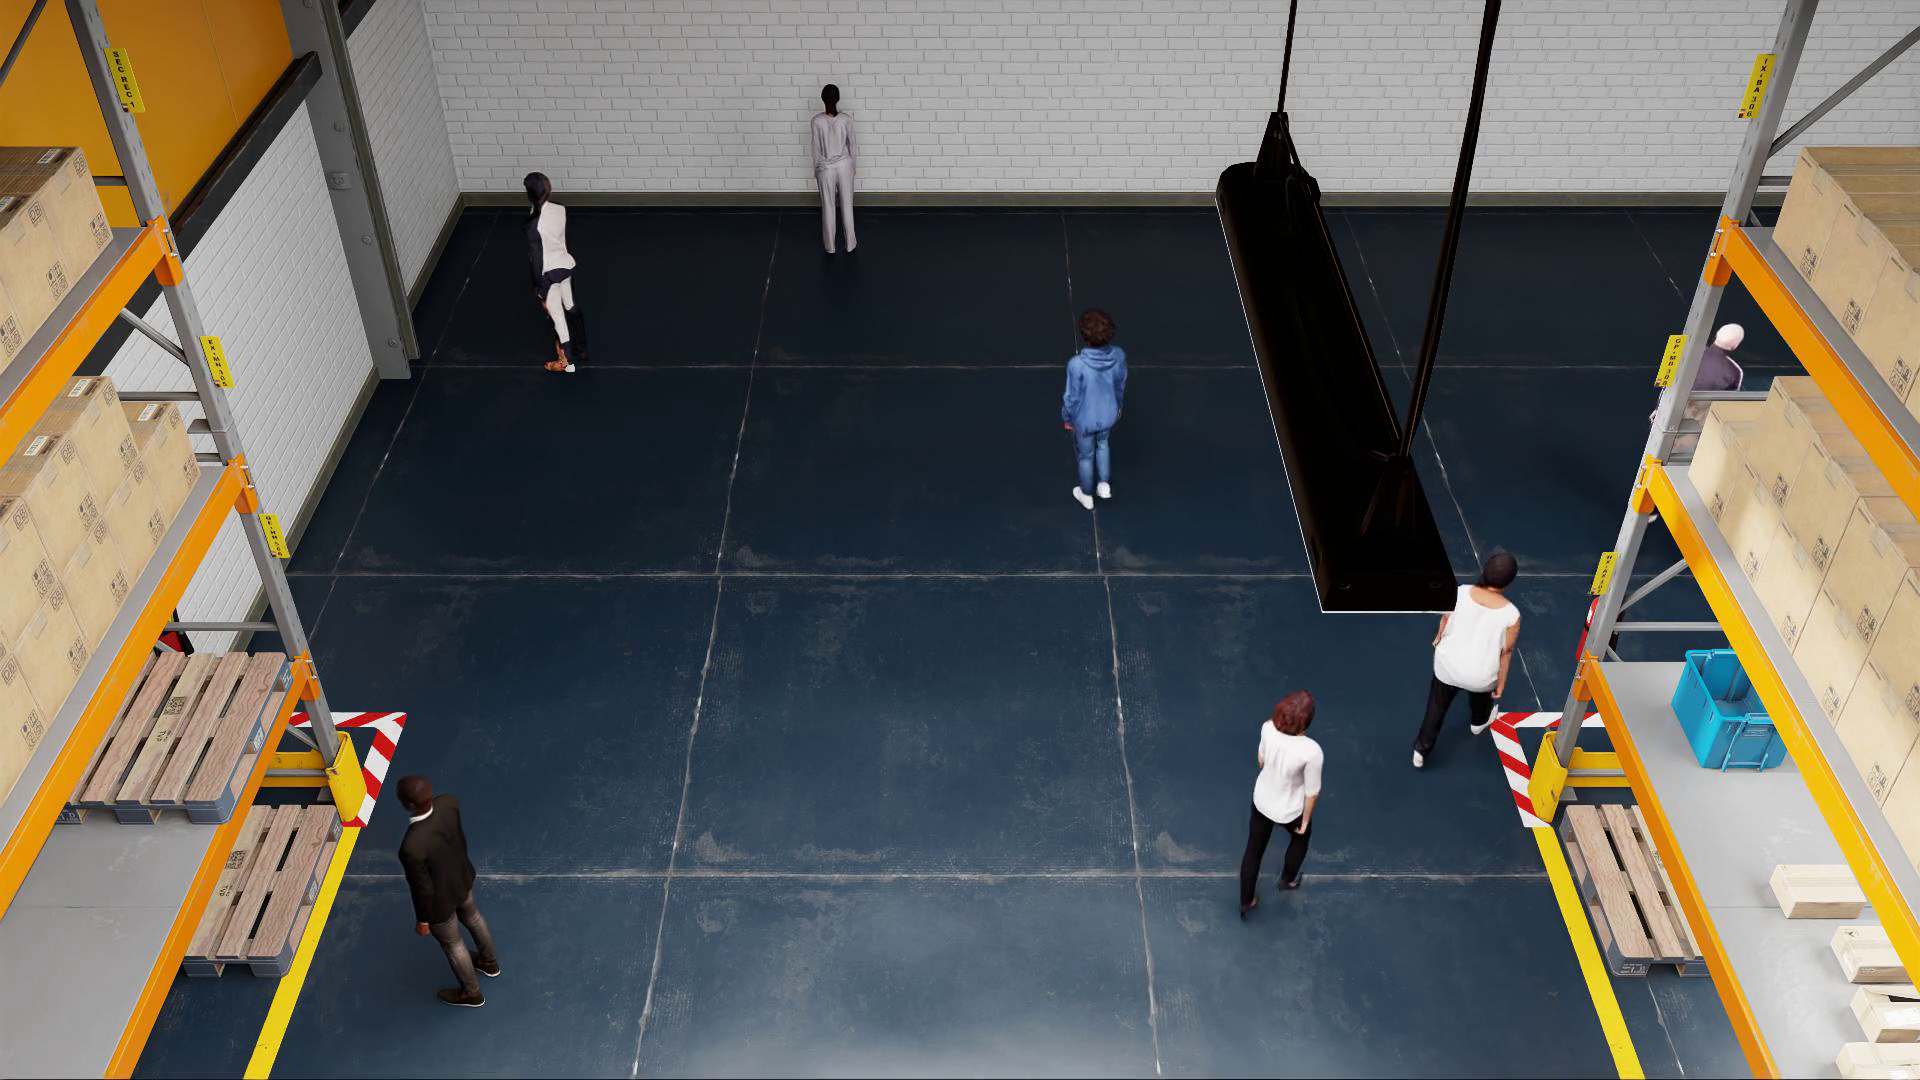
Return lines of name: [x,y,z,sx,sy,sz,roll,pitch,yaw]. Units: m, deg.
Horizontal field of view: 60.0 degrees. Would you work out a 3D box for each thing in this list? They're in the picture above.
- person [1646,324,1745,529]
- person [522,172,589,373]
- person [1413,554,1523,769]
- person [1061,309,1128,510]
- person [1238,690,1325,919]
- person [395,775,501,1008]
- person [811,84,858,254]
person: [5.621,-0.840,12.929,0.923,1.807,0.984,26,45,29]
person: [-3.612,-2.376,14.784,0.826,1.892,0.696,18,42,21]
person: [3.326,0.840,10.949,1.121,1.652,1.207,26,45,29]
person: [1.091,-0.971,13.097,0.788,1.802,0.781,-14,41,-17]
person: [1.840,1.637,9.853,0.837,1.775,0.910,25,45,27]
person: [-2.910,1.972,9.411,0.773,1.802,0.599,10,40,12]
person: [-1.239,-3.678,16.509,0.610,1.774,0.570,-5,39,-6]
